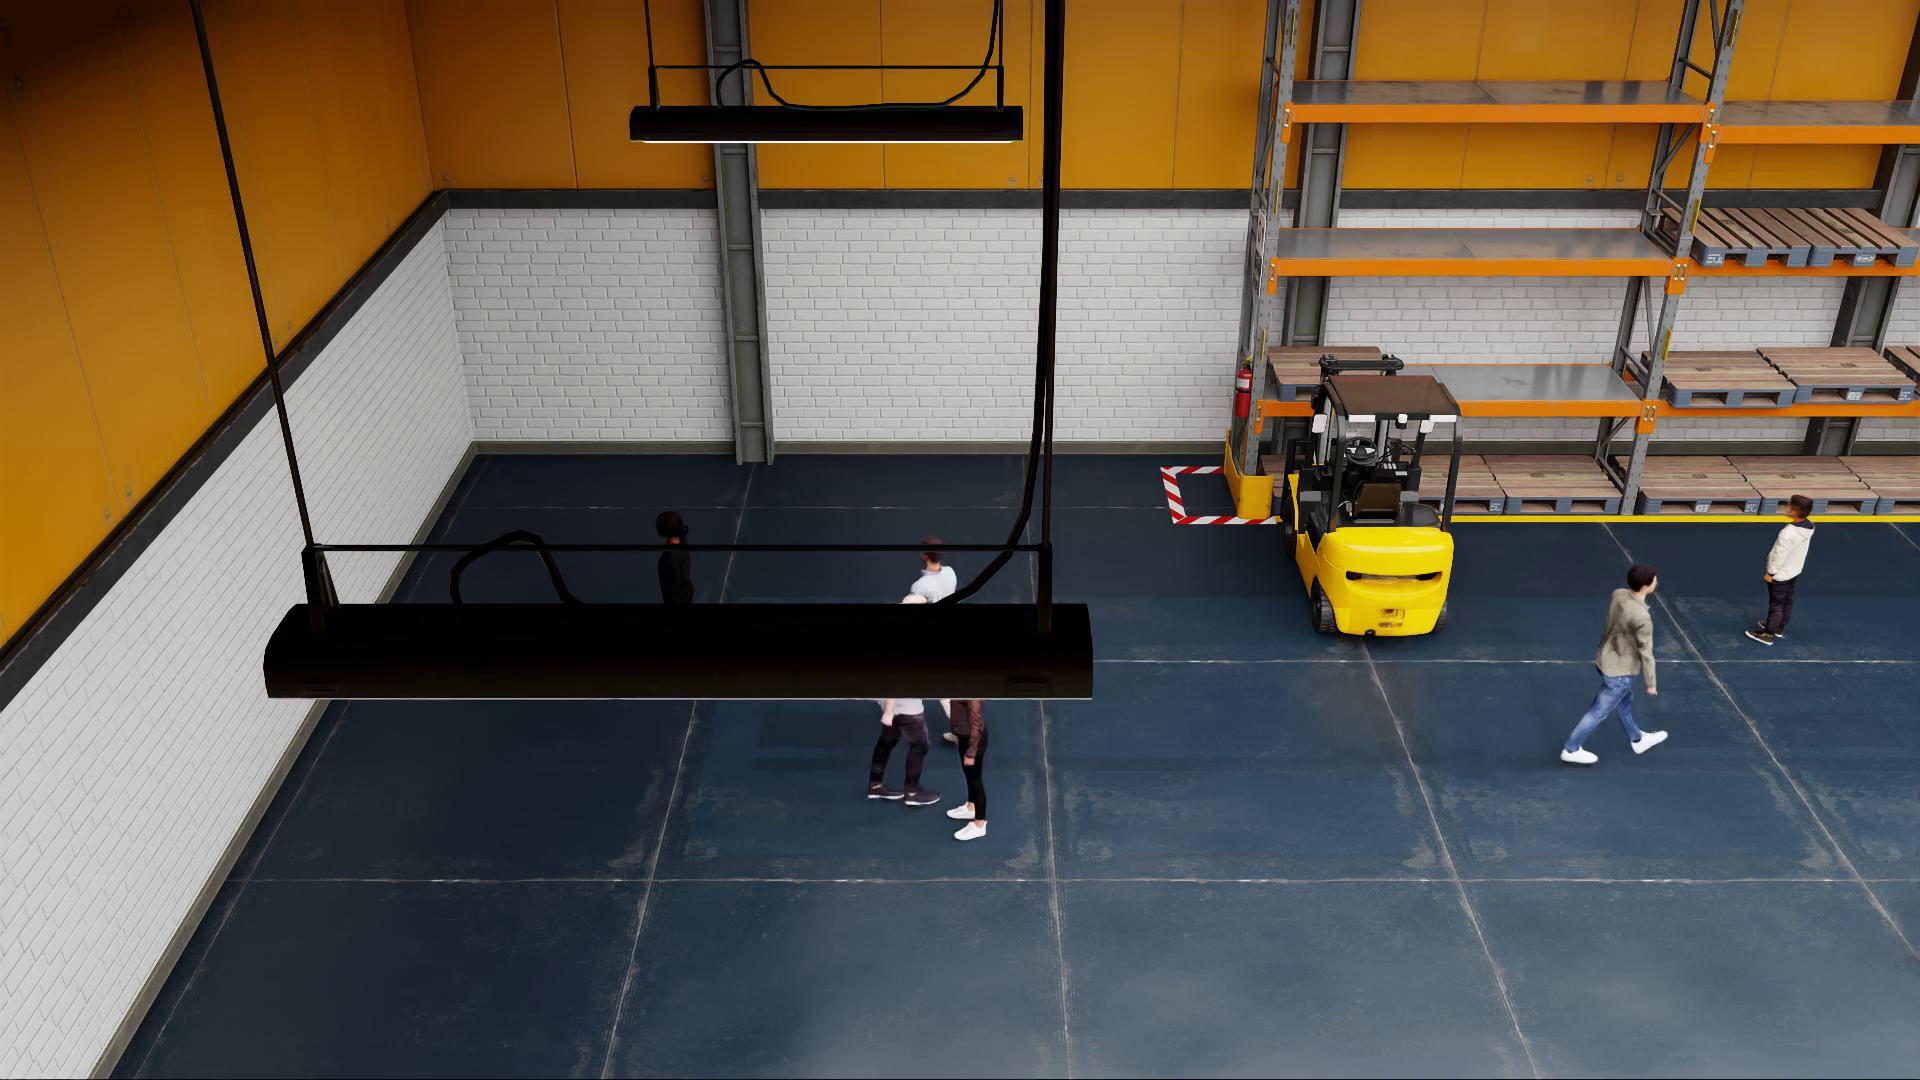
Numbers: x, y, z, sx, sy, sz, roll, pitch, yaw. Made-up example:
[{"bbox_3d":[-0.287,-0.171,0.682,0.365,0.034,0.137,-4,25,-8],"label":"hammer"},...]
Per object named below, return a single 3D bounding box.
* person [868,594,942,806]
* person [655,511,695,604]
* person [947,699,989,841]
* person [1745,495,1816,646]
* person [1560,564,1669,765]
[{"bbox_3d":[-0.517,1.269,12.794,0.811,1.792,0.714,2,29,4],"label":"person"},{"bbox_3d":[-2.420,0.486,14.351,0.527,1.675,0.599,2,29,3],"label":"person"},{"bbox_3d":[0.083,1.483,12.494,0.548,1.703,0.627,-4,29,-7],"label":"person"},{"bbox_3d":[7.454,0.261,14.999,0.640,1.450,0.721,-21,35,-33],"label":"person"},{"bbox_3d":[5.134,1.031,13.202,1.100,1.820,0.727,-1,29,-1],"label":"person"}]
